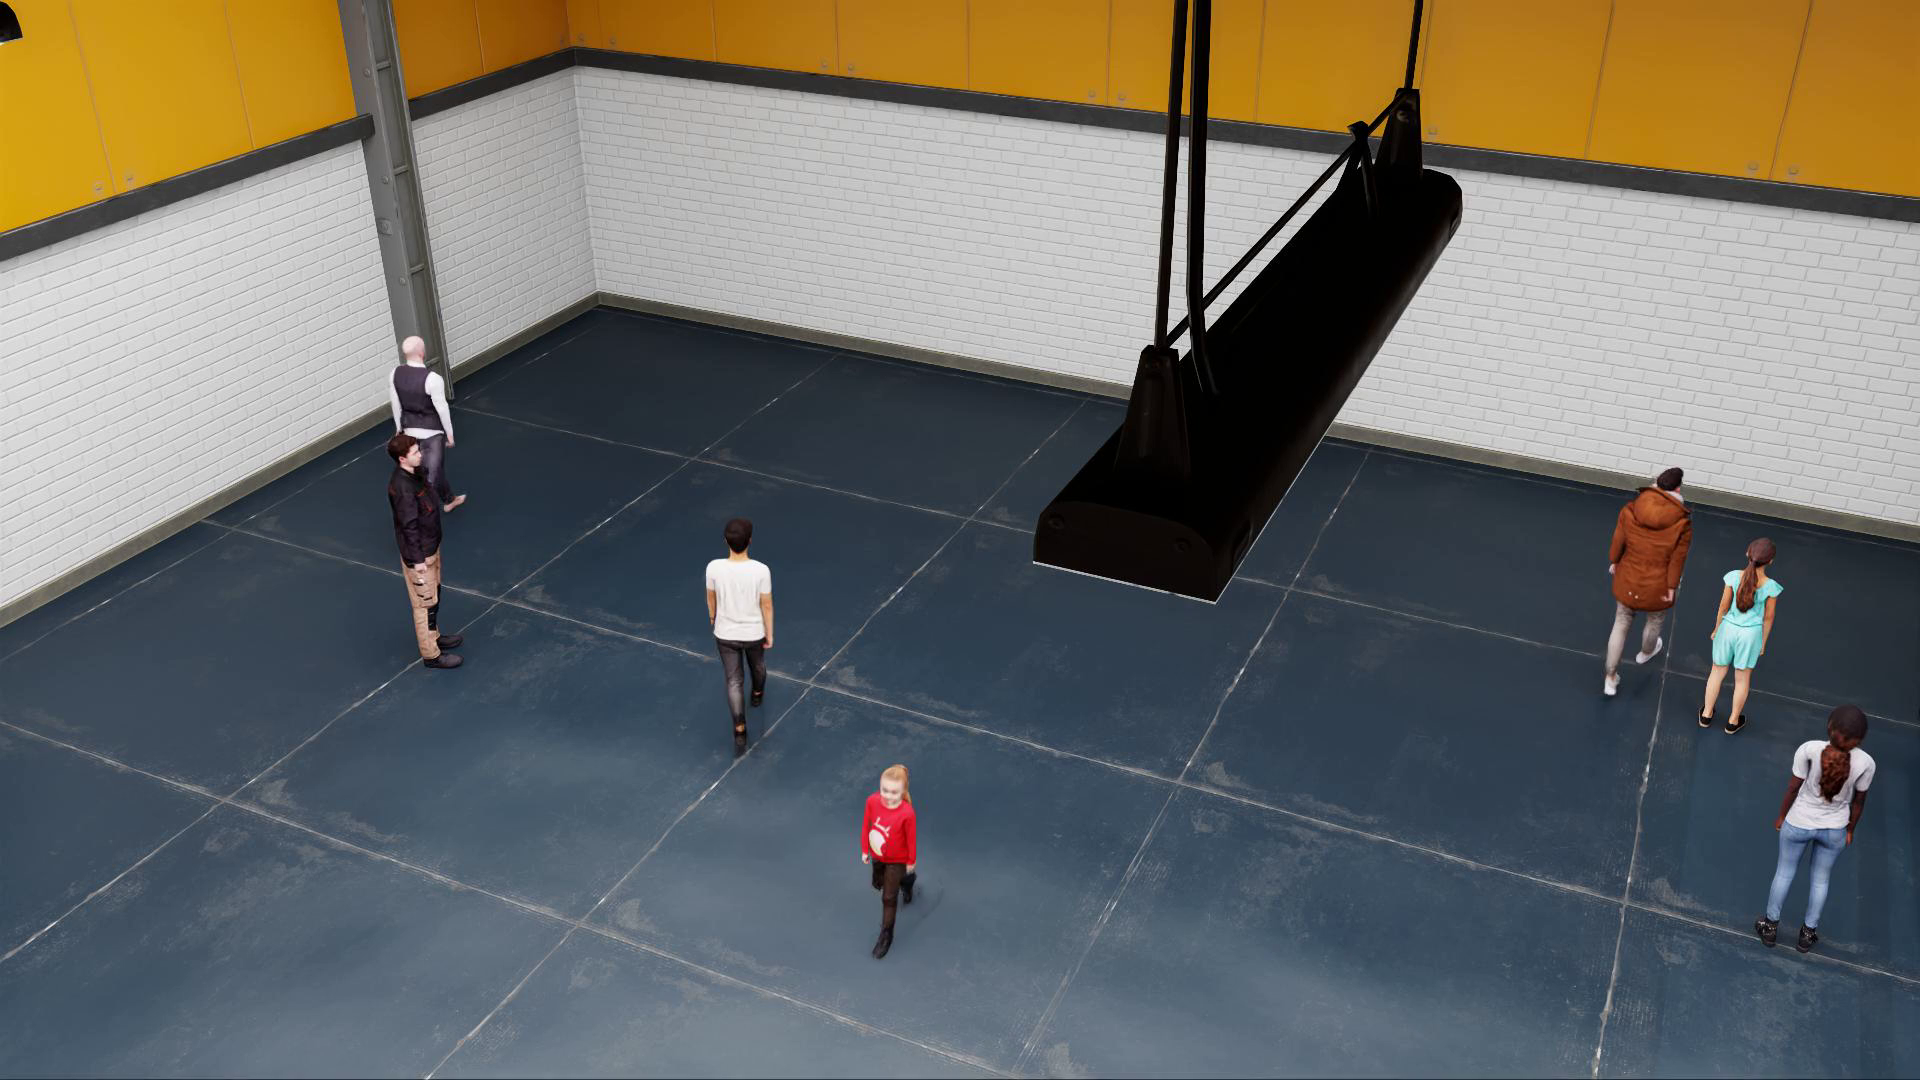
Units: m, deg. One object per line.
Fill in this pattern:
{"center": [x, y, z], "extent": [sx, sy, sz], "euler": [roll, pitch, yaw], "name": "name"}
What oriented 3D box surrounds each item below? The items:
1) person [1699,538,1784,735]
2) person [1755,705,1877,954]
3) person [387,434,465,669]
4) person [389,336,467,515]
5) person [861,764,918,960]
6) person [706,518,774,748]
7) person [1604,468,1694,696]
{"center": [5.645, 0.678, 12.031], "extent": [0.580, 1.558, 0.571], "euler": [18, 33, 30], "name": "person"}
{"center": [5.123, 1.716, 9.959], "extent": [0.602, 1.719, 0.539], "euler": [10, 30, 17], "name": "person"}
{"center": [-4.144, 0.066, 12.769], "extent": [0.851, 1.925, 0.758], "euler": [-6, 29, -11], "name": "person"}
{"center": [-4.749, -0.867, 14.628], "extent": [0.742, 1.782, 1.228], "euler": [11, 30, 19], "name": "person"}
{"center": [-0.406, 1.882, 10.129], "extent": [0.520, 1.264, 0.833], "euler": [14, 32, 24], "name": "person"}
{"center": [-1.584, 0.681, 11.894], "extent": [0.978, 1.682, 1.165], "euler": [-3, 29, -5], "name": "person"}
{"center": [5.068, 0.356, 12.374], "extent": [0.854, 1.794, 1.127], "euler": [19, 34, 31], "name": "person"}
